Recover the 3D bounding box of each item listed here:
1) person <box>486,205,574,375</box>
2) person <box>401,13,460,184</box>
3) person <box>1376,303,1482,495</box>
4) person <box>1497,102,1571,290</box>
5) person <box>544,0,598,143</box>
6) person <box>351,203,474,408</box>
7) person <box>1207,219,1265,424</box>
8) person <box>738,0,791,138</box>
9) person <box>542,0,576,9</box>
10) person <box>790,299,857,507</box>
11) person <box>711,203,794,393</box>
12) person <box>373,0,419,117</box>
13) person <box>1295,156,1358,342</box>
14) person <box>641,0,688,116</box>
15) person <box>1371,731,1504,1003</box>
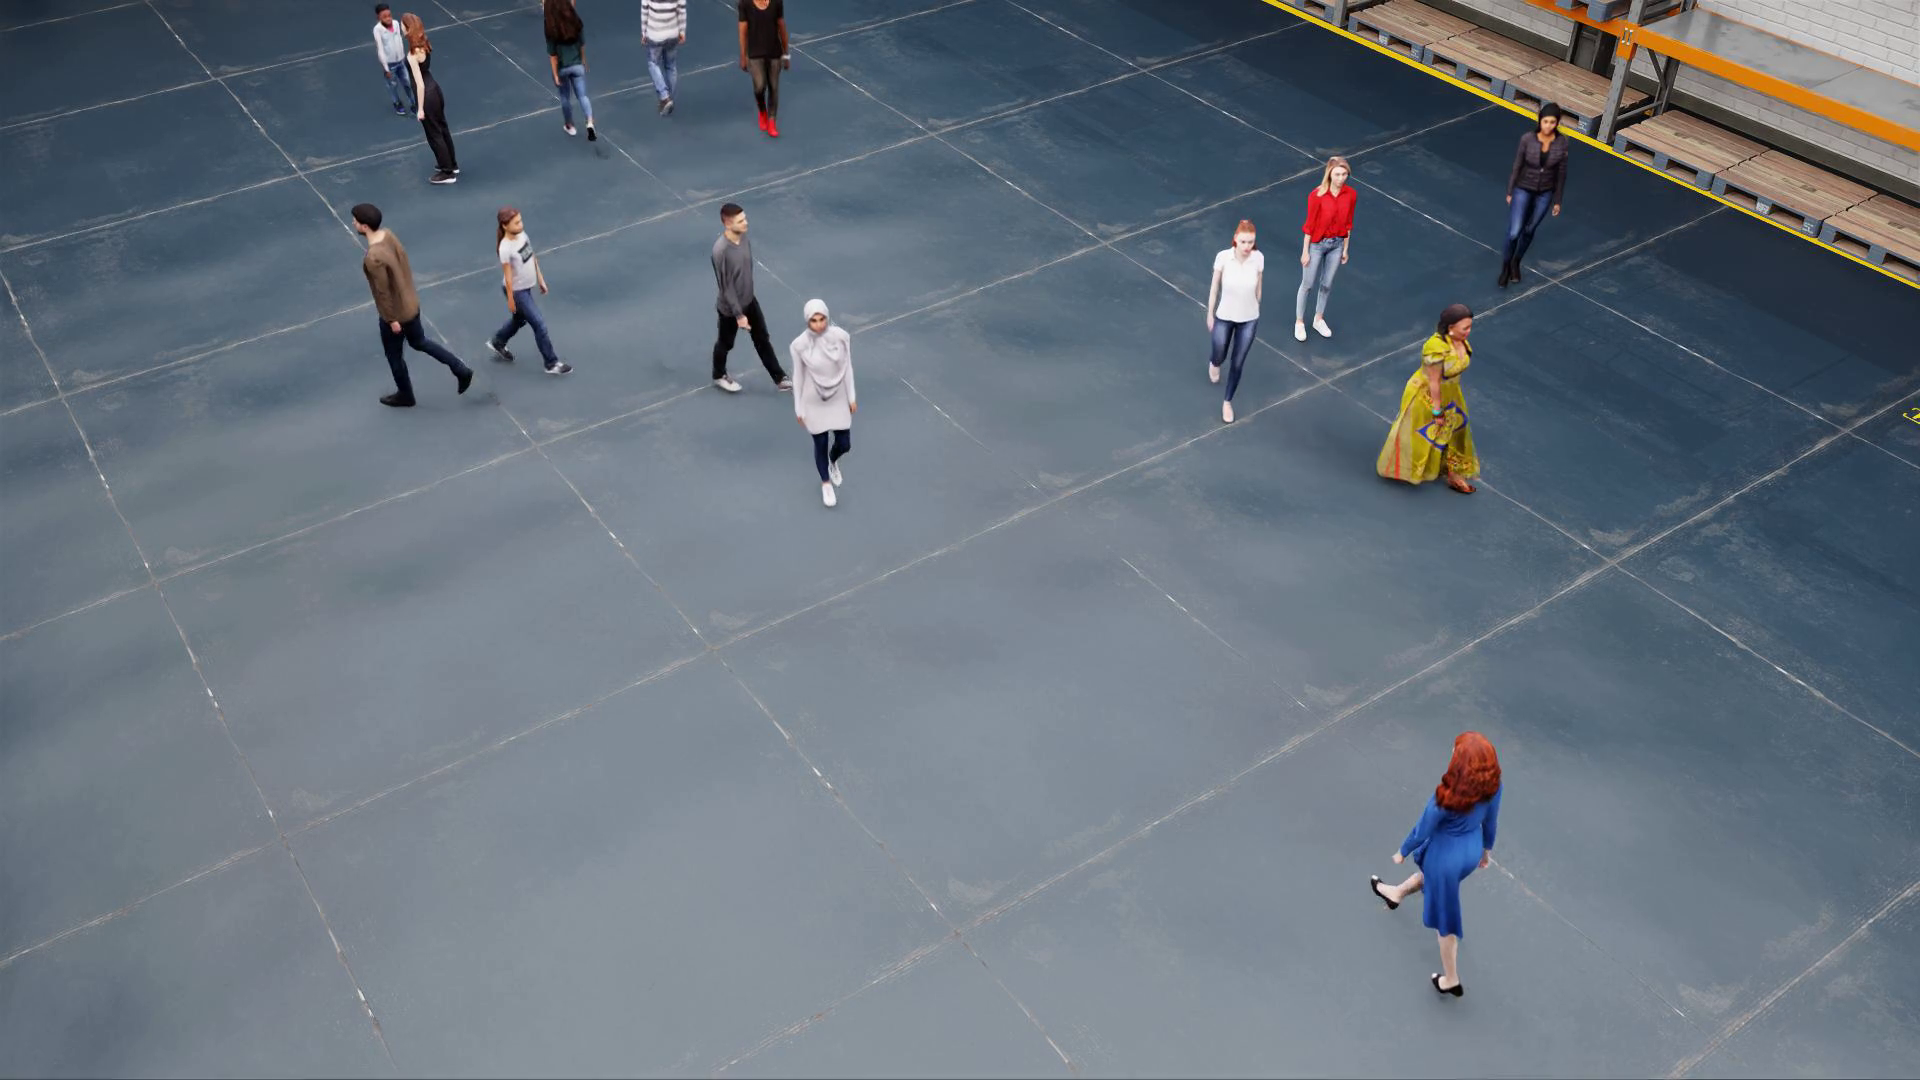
[{"bbox_3d":[-3.769,-2.118,14.021,1.074,1.532,0.987,7,39,9],"label":"person"},{"bbox_3d":[-5.360,-4.462,16.785,0.720,1.746,0.624,0,39,0],"label":"person"},{"bbox_3d":[3.530,-1.111,12.680,1.077,1.632,0.914,31,48,32],"label":"person"},{"bbox_3d":[5.226,-3.180,15.190,0.812,1.733,0.872,6,39,7],"label":"person"},{"bbox_3d":[-4.082,-4.951,17.516,0.619,1.598,0.982,-21,43,-24],"label":"person"},{"bbox_3d":[-4.466,-1.878,13.454,1.097,1.864,1.081,2,39,2],"label":"person"},{"bbox_3d":[2.222,-1.827,13.503,0.876,1.724,0.997,0,39,1],"label":"person"},{"bbox_3d":[-2.097,-5.210,17.685,0.777,1.792,0.772,-10,40,-13],"label":"person"},{"bbox_3d":[-4.905,-7.085,20.007,0.660,1.824,0.835,-28,46,-30],"label":"person"},{"bbox_3d":[-1.032,-1.079,12.533,0.732,1.766,0.768,-11,40,-13],"label":"person"},{"bbox_3d":[-1.916,-1.949,13.657,1.158,1.722,0.954,17,42,21],"label":"person"},{"bbox_3d":[-6.237,-5.269,18.201,0.505,1.240,0.705,-27,46,-30],"label":"person"},{"bbox_3d":[3.157,-2.536,14.407,0.679,1.705,0.639,-8,39,-10],"label":"person"},{"bbox_3d":[-3.165,-5.426,17.930,0.795,1.822,0.881,-16,41,-19],"label":"person"},{"bbox_3d":[2.659,1.810,8.902,0.771,1.782,1.164,-16,41,-19],"label":"person"}]
